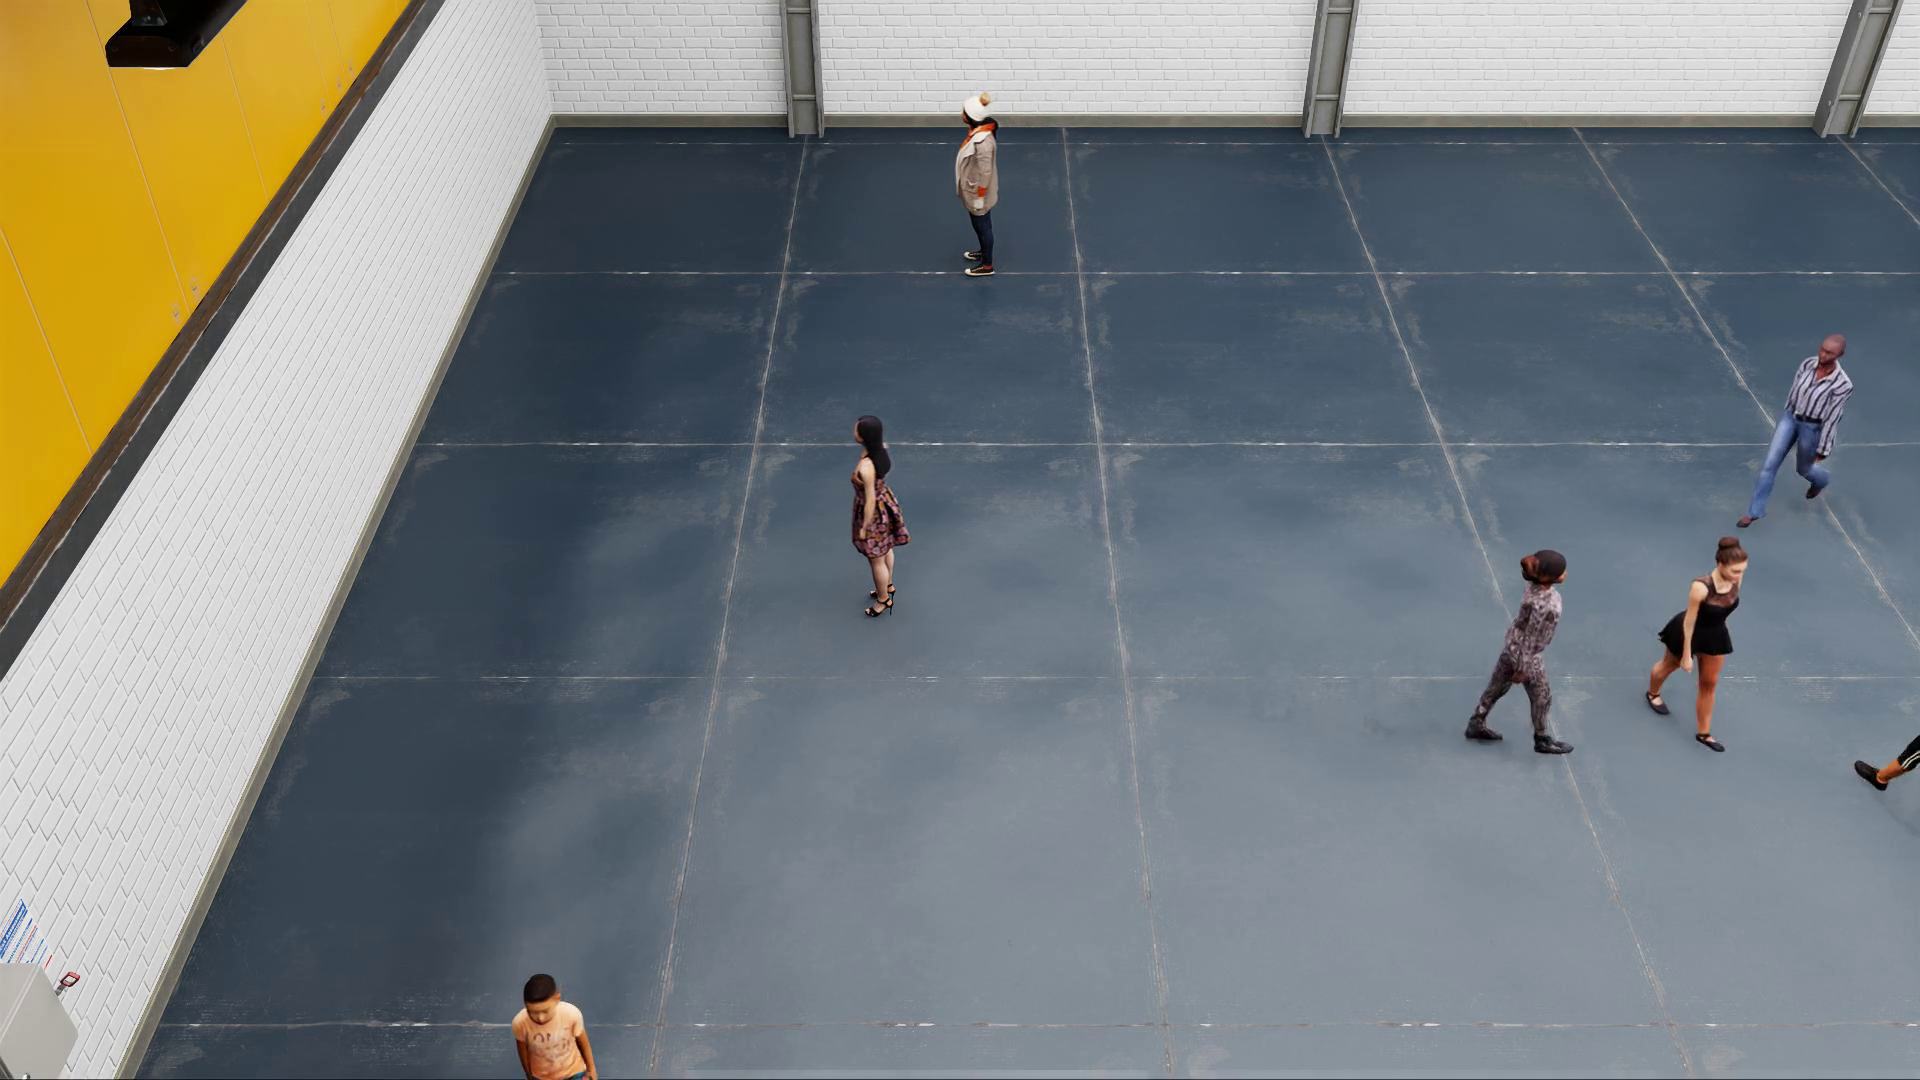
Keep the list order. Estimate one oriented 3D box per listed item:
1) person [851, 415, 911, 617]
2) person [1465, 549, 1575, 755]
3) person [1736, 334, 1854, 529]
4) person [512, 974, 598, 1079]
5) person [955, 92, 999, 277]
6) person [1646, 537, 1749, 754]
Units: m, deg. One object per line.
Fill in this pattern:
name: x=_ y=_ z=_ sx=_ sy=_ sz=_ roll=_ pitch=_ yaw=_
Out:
person: x=-0.642 y=-0.175 z=12.264 sx=0.733 sy=1.773 sz=0.720 roll=7 pitch=39 yaw=9
person: x=3.699 y=0.742 z=11.181 sx=0.989 sy=1.692 sz=0.719 roll=8 pitch=39 yaw=10
person: x=6.725 y=-0.867 z=13.140 sx=1.201 sy=1.762 sz=0.999 roll=-20 pitch=43 yaw=-24
person: x=-2.132 y=2.751 z=8.858 sx=0.575 sy=1.451 sz=0.652 roll=-9 pitch=40 yaw=-11
person: x=0.213 y=-3.519 z=16.354 sx=0.633 sy=1.895 sz=0.679 roll=0 pitch=39 yaw=-1
person: x=4.997 y=0.598 z=11.393 sx=0.965 sy=1.653 sz=0.829 roll=-11 pitch=40 yaw=-13
